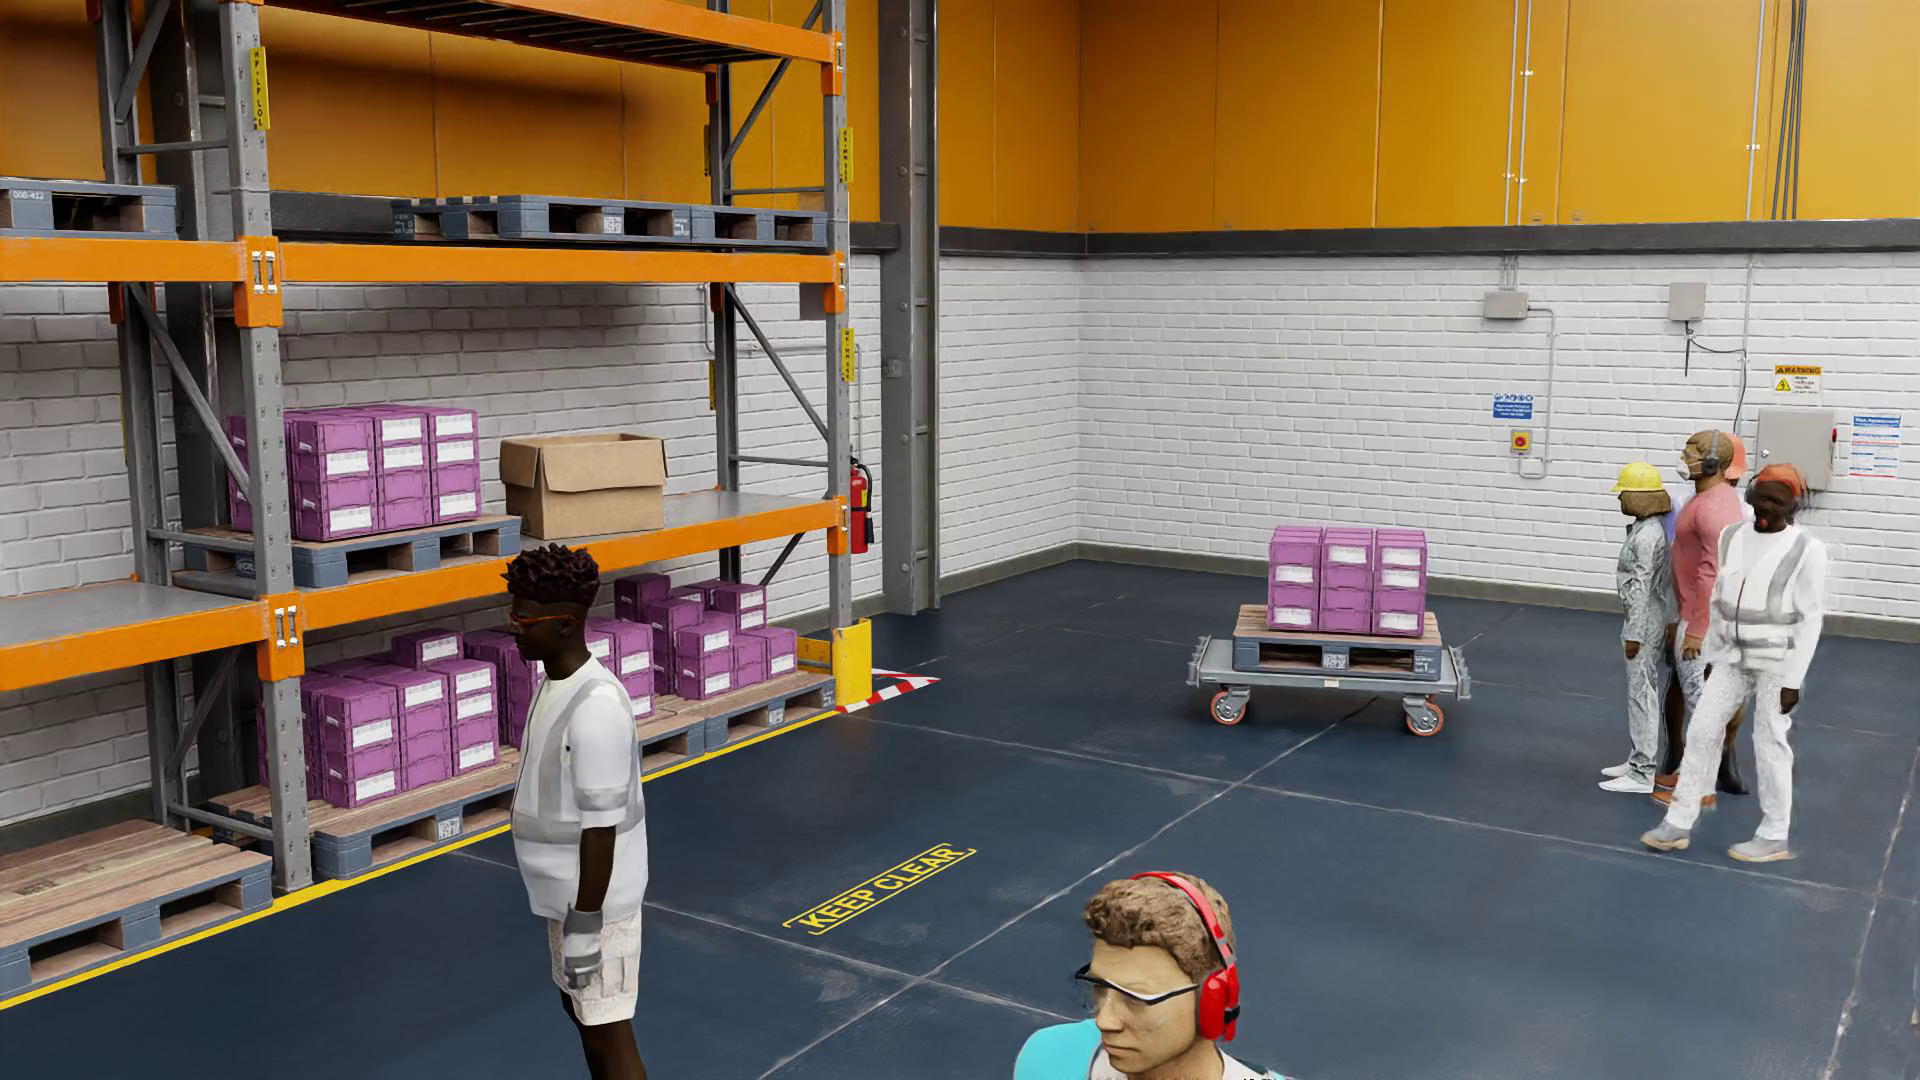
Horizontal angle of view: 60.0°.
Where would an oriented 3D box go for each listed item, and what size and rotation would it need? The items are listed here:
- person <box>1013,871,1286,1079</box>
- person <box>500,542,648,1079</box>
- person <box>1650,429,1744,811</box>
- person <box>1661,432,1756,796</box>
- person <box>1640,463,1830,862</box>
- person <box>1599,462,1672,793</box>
[{"bbox_3d":[0.317,1.366,2.469,0.564,1.846,0.390,7,11,39],"label":"person"},{"bbox_3d":[-1.065,0.972,4.664,0.367,1.959,0.606,-4,10,-24],"label":"person"},{"bbox_3d":[3.744,0.403,8.432,0.373,1.940,0.630,4,9,22],"label":"person"},{"bbox_3d":[3.918,0.384,8.675,0.549,1.897,0.633,0,9,1],"label":"person"},{"bbox_3d":[3.521,0.580,7.565,0.711,1.850,0.608,-4,9,-23],"label":"person"},{"bbox_3d":[3.551,0.454,8.756,0.322,1.737,0.484,4,10,23],"label":"person"}]
